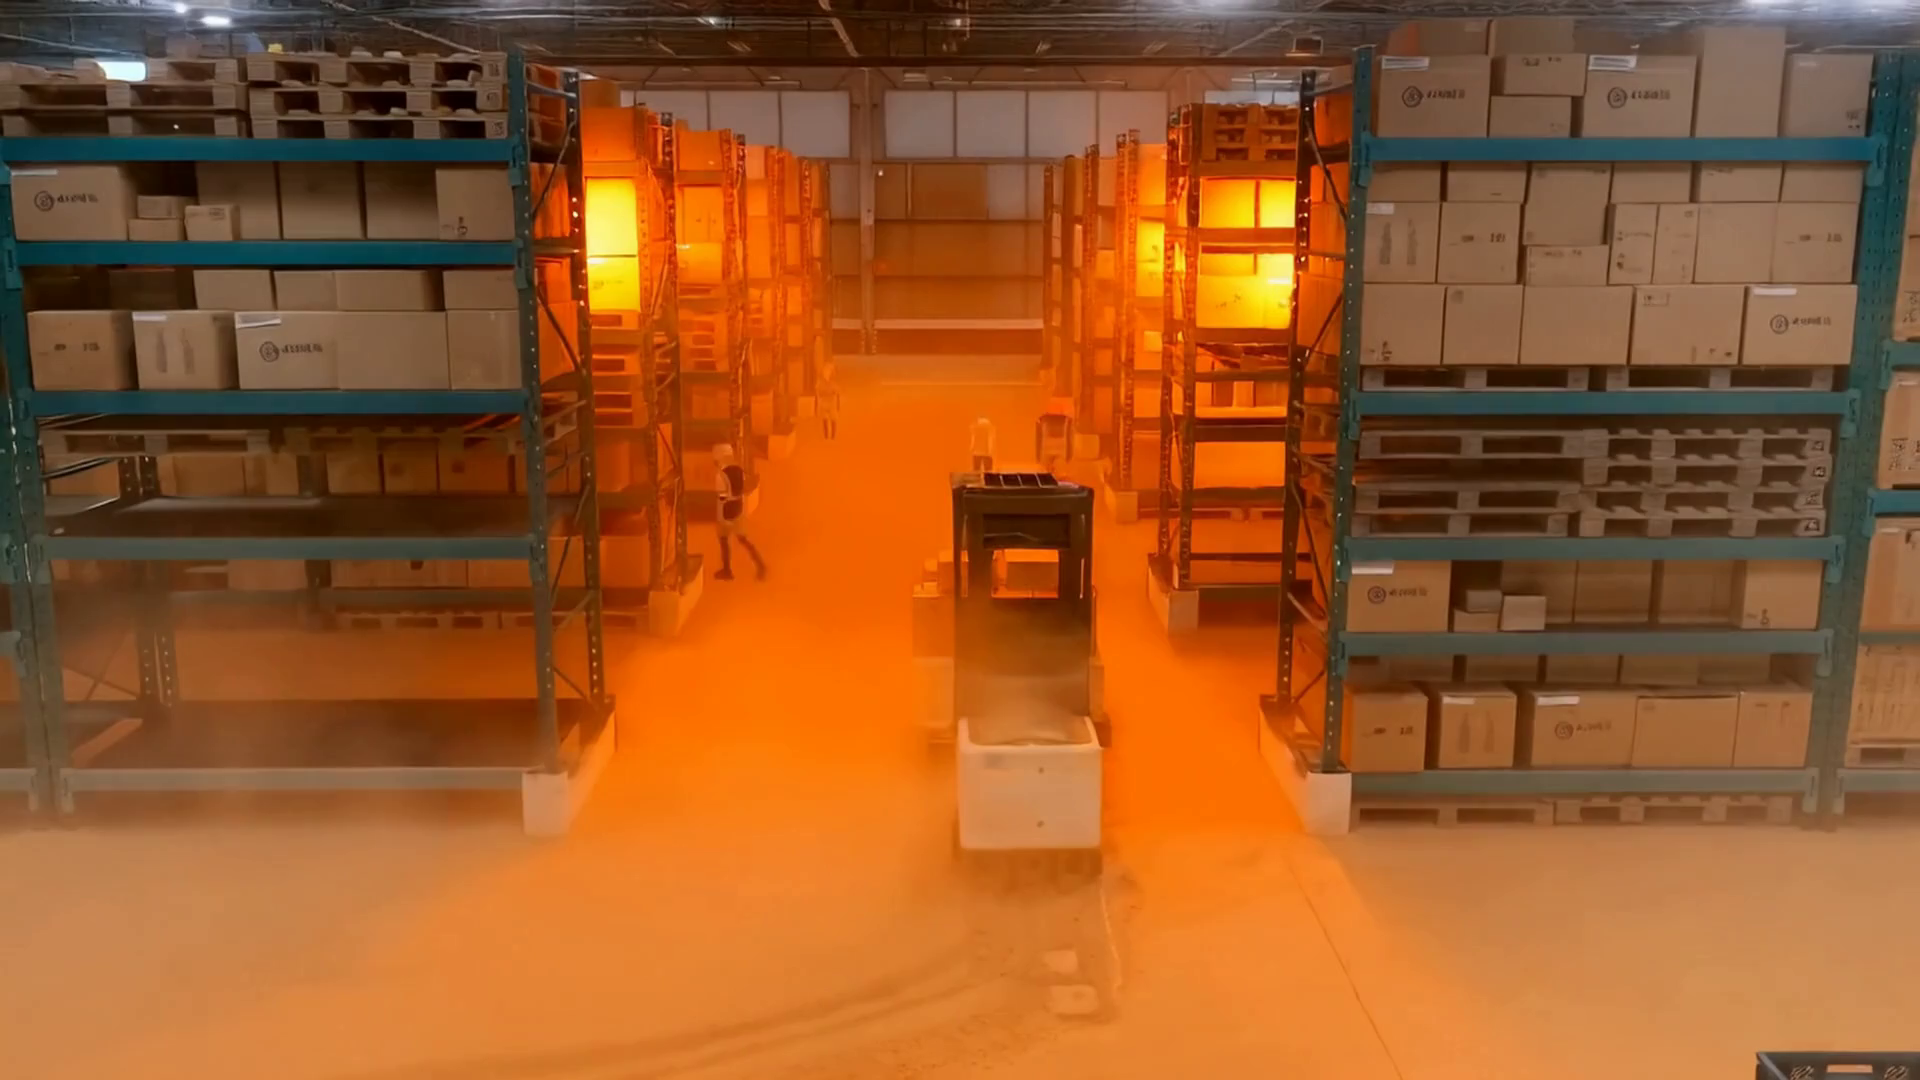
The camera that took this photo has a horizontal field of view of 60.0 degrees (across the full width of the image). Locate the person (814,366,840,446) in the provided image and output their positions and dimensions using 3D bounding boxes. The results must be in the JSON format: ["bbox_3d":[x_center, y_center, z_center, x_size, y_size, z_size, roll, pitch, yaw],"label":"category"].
[{"bbox_3d":[-2.754,-2.766,34.377,0.543,1.679,0.372,0,11,0],"label":"person"}]

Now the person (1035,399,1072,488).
[{"bbox_3d":[1.549,-1.447,27.600,0.642,1.792,0.979,-2,12,-10],"label":"person"}]

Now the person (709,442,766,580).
[{"bbox_3d":[-2.966,-0.362,21.929,0.808,1.901,0.603,7,14,33],"label":"person"}]

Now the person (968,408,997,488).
[{"bbox_3d":[0.383,-1.427,27.988,0.509,1.585,0.840,2,12,11],"label":"person"}]

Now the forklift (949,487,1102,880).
[{"bbox_3d":[0.495,0.986,12.813,1.129,2.768,1.873,0,11,-2],"label":"forklift"}]
